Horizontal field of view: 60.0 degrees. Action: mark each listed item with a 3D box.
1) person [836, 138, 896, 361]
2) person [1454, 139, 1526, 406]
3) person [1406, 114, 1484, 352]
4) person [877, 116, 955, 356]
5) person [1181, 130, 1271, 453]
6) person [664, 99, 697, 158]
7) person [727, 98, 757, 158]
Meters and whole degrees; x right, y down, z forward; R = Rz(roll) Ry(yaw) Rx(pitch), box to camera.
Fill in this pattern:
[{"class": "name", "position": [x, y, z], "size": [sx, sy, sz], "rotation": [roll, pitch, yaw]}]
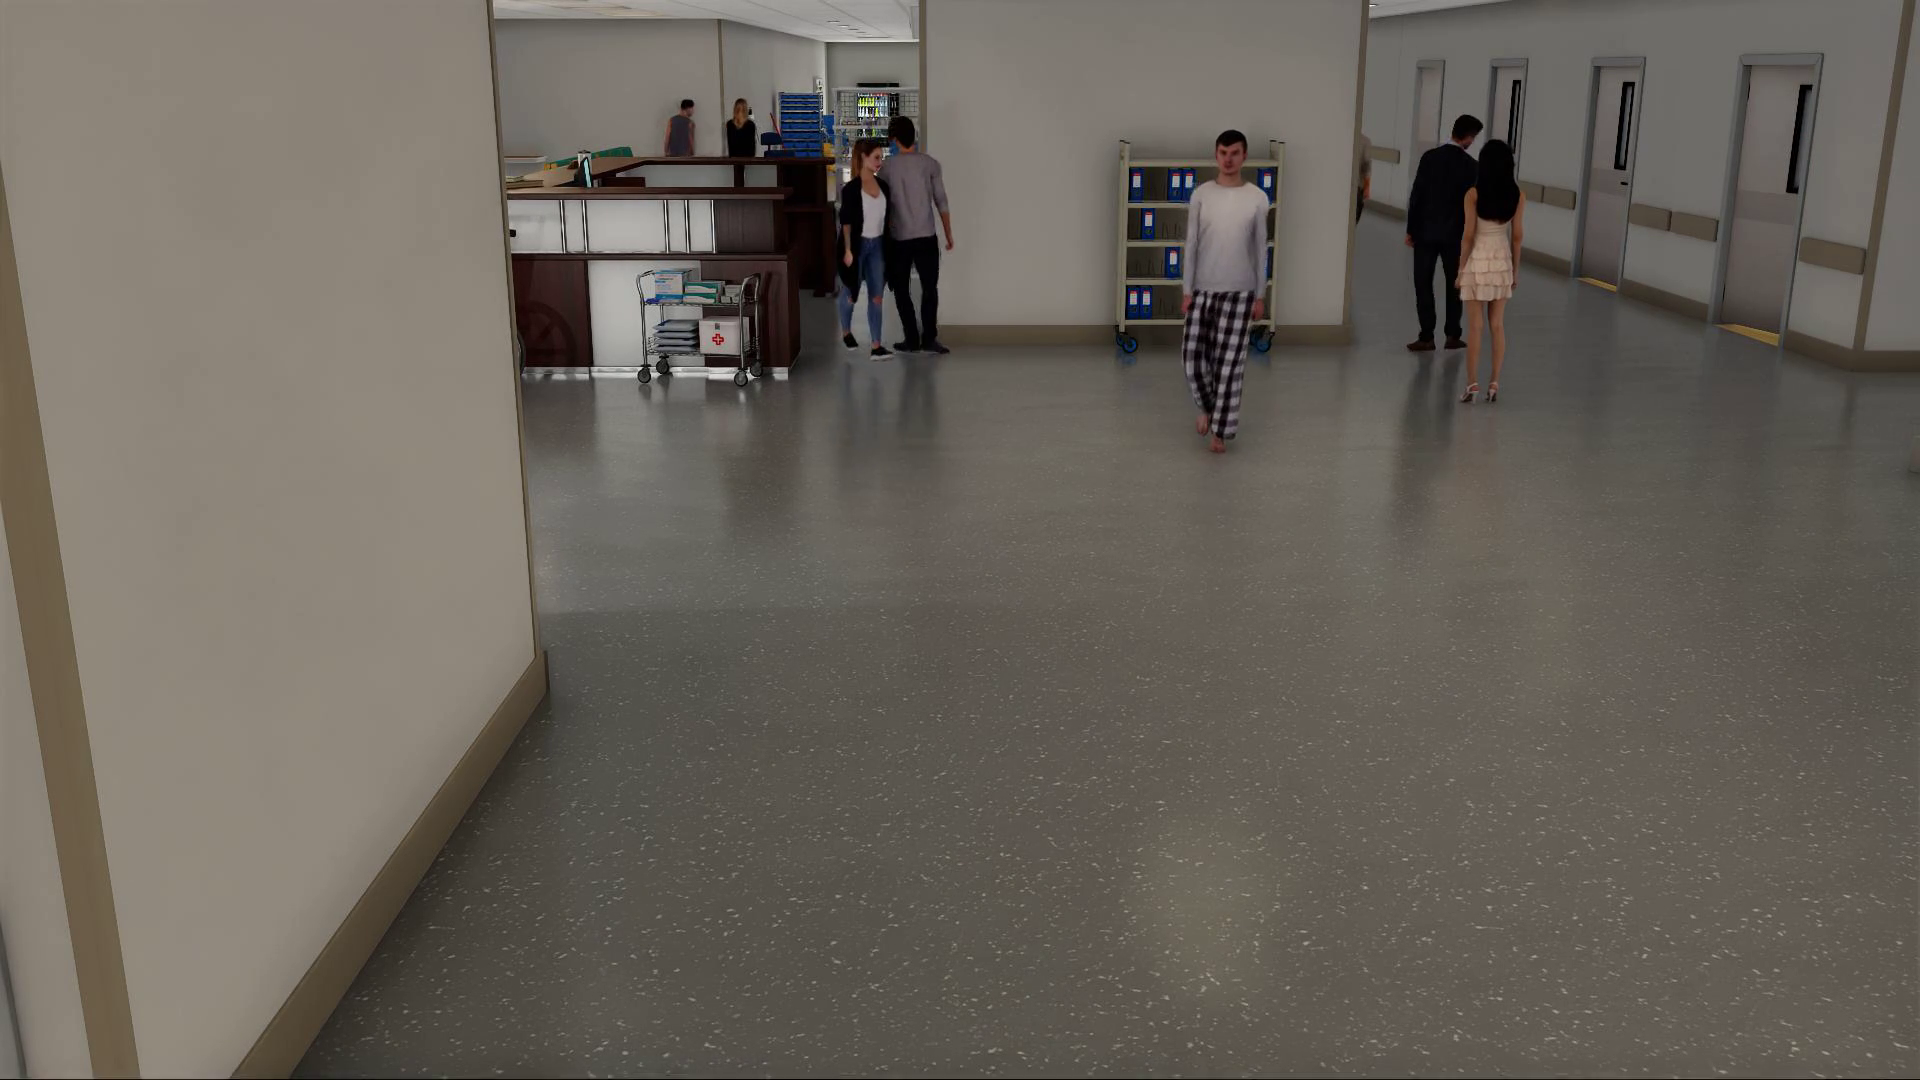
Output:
[{"class": "person", "position": [-0.786, -2.201, 12.744], "size": [1.118, 1.643, 1.044], "rotation": [-9, 18, -30]}, {"class": "person", "position": [3.508, -1.772, 11.047], "size": [0.471, 1.738, 0.641], "rotation": [-1, 16, -2]}, {"class": "person", "position": [3.754, -2.409, 13.125], "size": [0.560, 1.836, 0.771], "rotation": [-3, 16, -9]}, {"class": "person", "position": [-0.340, -2.338, 12.899], "size": [0.632, 1.822, 0.845], "rotation": [1, 16, 2]}, {"class": "person", "position": [1.542, -1.456, 9.741], "size": [0.739, 1.839, 0.789], "rotation": [4, 16, 14]}, {"class": "person", "position": [-4.665, -6.341, 27.457], "size": [0.525, 1.803, 0.905], "rotation": [-2, 16, -6]}, {"class": "person", "position": [-3.113, -5.253, 23.369], "size": [1.169, 1.752, 0.830], "rotation": [3, 16, 11]}]
